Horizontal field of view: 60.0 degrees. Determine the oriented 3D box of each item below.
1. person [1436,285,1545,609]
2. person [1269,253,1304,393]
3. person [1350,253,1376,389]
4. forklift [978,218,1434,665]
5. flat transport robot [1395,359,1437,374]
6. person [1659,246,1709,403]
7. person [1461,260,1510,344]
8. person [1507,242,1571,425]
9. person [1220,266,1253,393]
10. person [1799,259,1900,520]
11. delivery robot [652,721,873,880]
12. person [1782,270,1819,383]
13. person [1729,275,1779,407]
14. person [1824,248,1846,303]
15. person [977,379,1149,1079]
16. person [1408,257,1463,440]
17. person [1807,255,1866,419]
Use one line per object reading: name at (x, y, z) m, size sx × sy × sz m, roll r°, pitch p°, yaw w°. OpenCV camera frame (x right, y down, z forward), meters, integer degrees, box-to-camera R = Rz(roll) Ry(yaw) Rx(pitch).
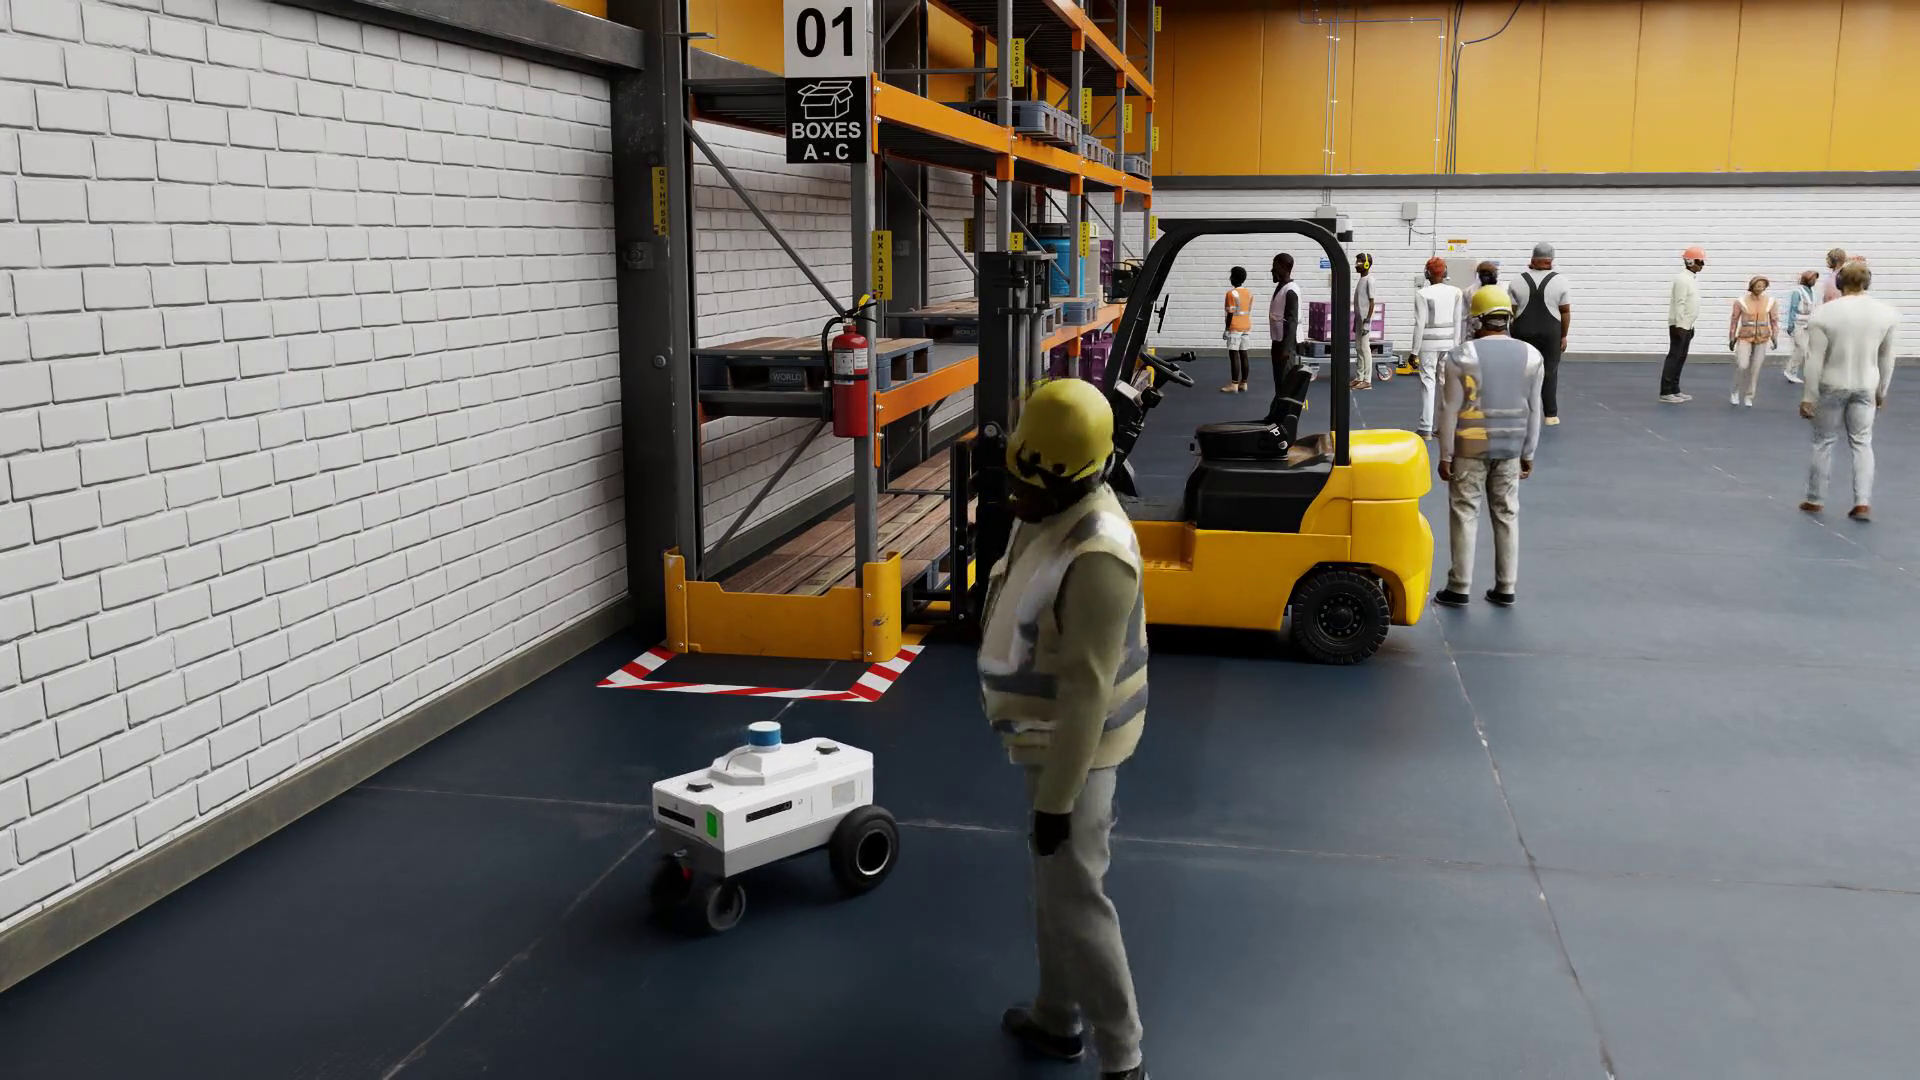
person at (2.977, -0.516, 9.390) m, size 0.602 × 1.819 × 0.415 m, roll -1°, pitch 10°, yaw -8°
person at (3.469, -2.104, 17.819) m, size 0.389 × 1.919 × 0.592 m, roll -1°, pitch 10°, yaw -4°
person at (5.542, -3.011, 22.950) m, size 0.328 × 1.861 × 0.514 m, roll -1°, pitch 10°, yaw -7°
forklift at (1.285, -0.567, 8.635) m, size 2.313 × 2.155 × 1.214 m, roll 2°, pitch 11°, yaw 11°
flat transport robot at (7.368, -2.626, 25.194) m, size 1.431 × 0.197 × 0.652 m, roll 4°, pitch 11°, yaw 20°
person at (9.197, -2.723, 21.064) m, size 0.432 × 1.981 × 0.632 m, roll 8°, pitch 13°, yaw 37°
person at (6.101, -2.315, 19.241) m, size 0.643 × 1.826 × 0.431 m, roll 8°, pitch 13°, yaw 37°
person at (6.475, -2.310, 18.611) m, size 0.682 × 2.000 × 0.537 m, roll 6°, pitch 12°, yaw 28°
person at (3.730, -2.830, 22.397) m, size 0.318 × 1.699 × 0.533 m, roll 9°, pitch 14°, yaw 41°
person at (6.594, -1.111, 12.374) m, size 0.639 × 1.940 × 0.499 m, roll 2°, pitch 10°, yaw 10°
delivery robot at (-0.616, 0.820, 5.271) m, size 0.477 × 0.478 × 0.707 m, roll 10°, pitch 14°, yaw 43°
person at (12.020, -3.039, 23.736) m, size 0.553 × 1.616 × 0.386 m, roll -8°, pitch 13°, yaw -36°
person at (9.778, -2.443, 20.493) m, size 0.525 × 1.620 × 0.430 m, roll 2°, pitch 11°, yaw 10°
person at (12.002, -3.027, 22.832) m, size 0.373 × 1.936 × 0.628 m, roll 5°, pitch 11°, yaw 24°
person at (0.244, 0.489, 4.010) m, size 0.406 × 1.780 × 0.658 m, roll -1°, pitch 10°, yaw -4°
person at (4.905, -1.974, 17.191) m, size 0.572 × 1.886 × 0.353 m, roll -4°, pitch 11°, yaw -21°
person at (10.092, -2.276, 18.874) m, size 0.660 × 1.880 × 0.792 m, roll -10°, pitch 14°, yaw -43°
